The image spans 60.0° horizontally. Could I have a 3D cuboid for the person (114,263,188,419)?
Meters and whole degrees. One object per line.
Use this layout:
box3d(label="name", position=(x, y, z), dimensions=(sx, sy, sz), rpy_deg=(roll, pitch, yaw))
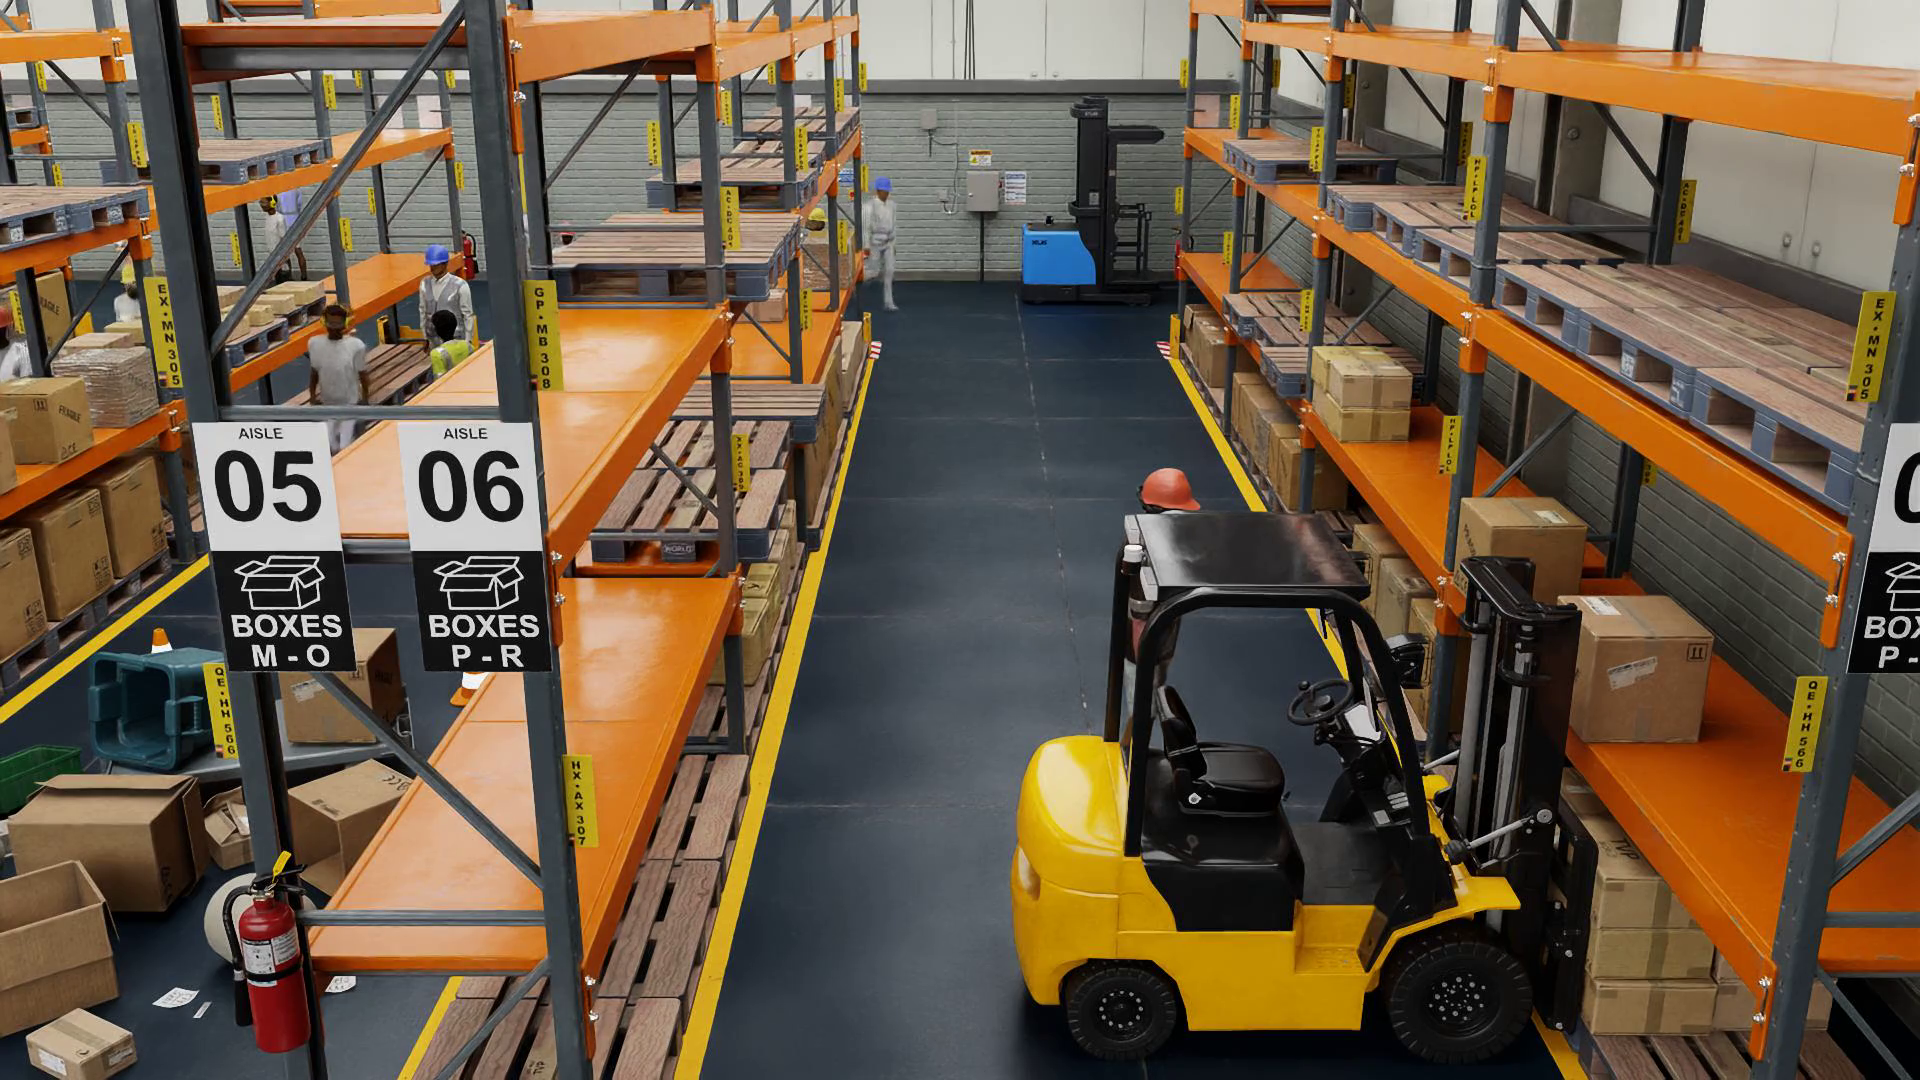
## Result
box3d(label="person", position=(-8.295, -1.943, 17.041), dimensions=(0.599, 1.814, 0.673), rpy_deg=(1, 18, 4))

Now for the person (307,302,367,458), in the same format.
box3d(label="person", position=(-5.501, -1.210, 14.773), dimensions=(0.550, 1.846, 0.528), rpy_deg=(0, 18, 0))

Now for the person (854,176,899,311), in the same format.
box3d(label="person", position=(-1.194, -4.262, 23.888), dimensions=(0.612, 1.926, 0.697), rpy_deg=(-17, 25, -41))

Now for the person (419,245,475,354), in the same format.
box3d(label="person", position=(-5.342, -2.101, 17.307), dimensions=(0.617, 1.943, 0.402), rpy_deg=(6, 19, 17))

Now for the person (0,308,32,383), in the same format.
box3d(label="person", position=(-8.062, -1.048, 14.159), dimensions=(0.541, 1.922, 0.413), rpy_deg=(1, 18, 3))

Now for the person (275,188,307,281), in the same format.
box3d(label="person", position=(-10.334, -4.810, 25.516), dimensions=(0.363, 1.933, 0.553), rpy_deg=(16, 24, 39))

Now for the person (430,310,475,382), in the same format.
box3d(label="person", position=(-4.594, -1.250, 15.134), dimensions=(0.319, 1.690, 0.540), rpy_deg=(7, 20, 21))

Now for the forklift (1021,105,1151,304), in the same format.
box3d(label="forklift", position=(1.857, -4.944, 24.441), dimensions=(1.873, 2.768, 1.129), rpy_deg=(0, 18, 0))

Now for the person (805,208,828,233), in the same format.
box3d(label="person", position=(-1.870, -3.479, 21.820), dimensions=(0.323, 1.730, 0.491), rpy_deg=(-1, 18, -2))

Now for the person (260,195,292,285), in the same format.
box3d(label="person", position=(-9.263, -3.812, 22.626), dimensions=(0.326, 1.861, 0.506), rpy_deg=(-17, 25, -42))

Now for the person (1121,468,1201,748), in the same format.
box3d(label="person", position=(1.070, 0.587, 9.055), dimensions=(0.405, 2.035, 0.601), rpy_deg=(5, 19, 14))

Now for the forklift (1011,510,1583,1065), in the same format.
box3d(label="forklift", position=(1.387, 1.055, 7.378), dimensions=(2.313, 2.155, 1.214), rpy_deg=(0, 18, 0))
